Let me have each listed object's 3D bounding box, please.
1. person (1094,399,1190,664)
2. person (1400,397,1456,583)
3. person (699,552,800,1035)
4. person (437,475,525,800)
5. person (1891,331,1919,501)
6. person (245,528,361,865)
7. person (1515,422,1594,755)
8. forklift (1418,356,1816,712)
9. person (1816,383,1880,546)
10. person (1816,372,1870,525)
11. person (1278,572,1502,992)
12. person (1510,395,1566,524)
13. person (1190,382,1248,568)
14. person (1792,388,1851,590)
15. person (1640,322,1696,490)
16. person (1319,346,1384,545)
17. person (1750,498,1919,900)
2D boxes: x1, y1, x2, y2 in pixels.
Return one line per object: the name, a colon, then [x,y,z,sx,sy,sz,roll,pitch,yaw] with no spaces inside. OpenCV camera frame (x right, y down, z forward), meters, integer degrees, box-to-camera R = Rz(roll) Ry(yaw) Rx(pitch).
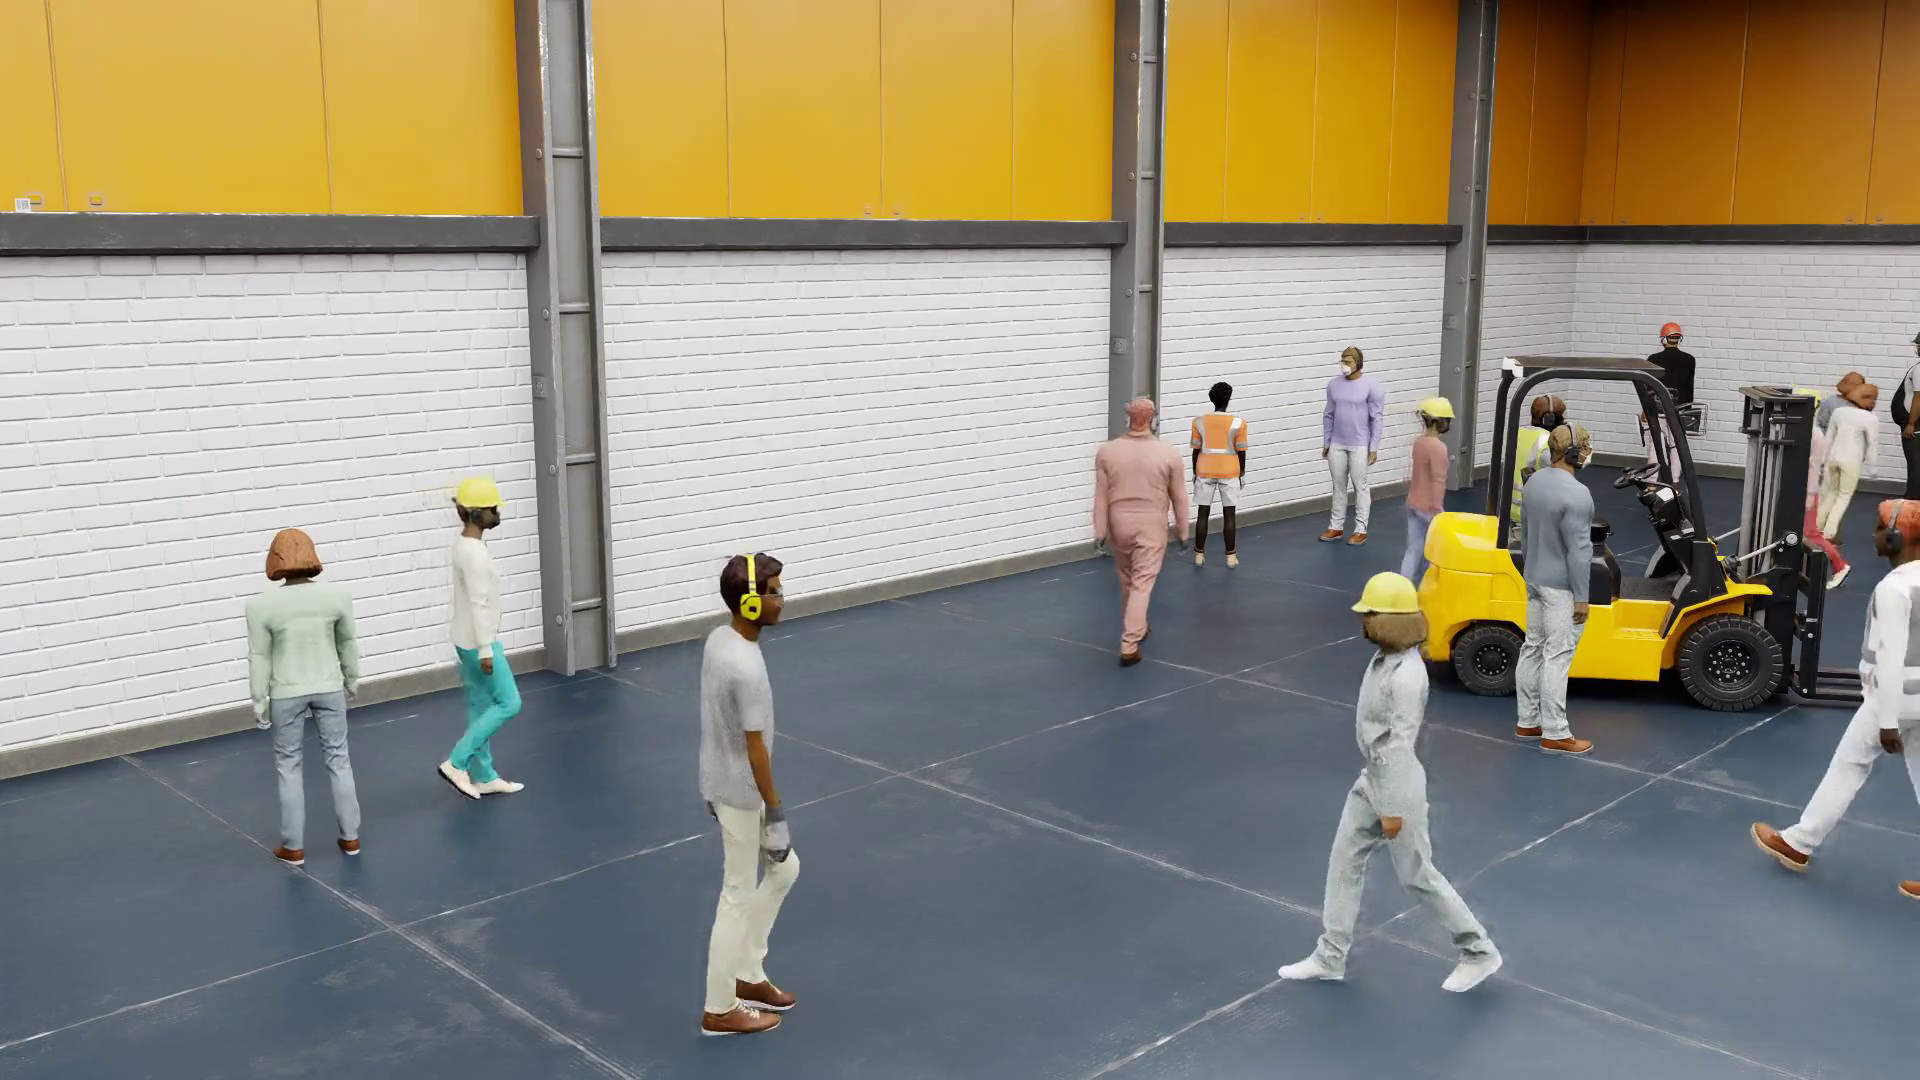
person: [1.311,-0.083,11.916,0.658,1.846,1.021,4,11,21]
person: [3.714,-0.250,13.102,0.528,1.745,0.547,-2,11,-8]
person: [-0.757,0.958,6.225,0.545,1.850,0.568,-3,11,-17]
person: [-2.536,0.529,8.818,0.381,1.754,0.542,-4,11,-23]
person: [10.431,-1.314,18.110,0.686,2.000,0.538,-8,13,-39]
person: [-3.146,0.749,7.995,0.515,1.628,0.285,-7,13,-34]
person: [3.488,0.277,9.712,0.373,1.940,0.630,-2,11,-10]
forklift: [4.276,-0.101,11.076,2.313,2.155,1.214,2,11,13]
person: [8.585,-0.724,16.085,0.427,1.594,0.538,-4,11,-21]
person: [9.062,-0.927,17.132,0.533,1.609,0.474,1,10,3]
person: [1.761,0.966,6.590,0.851,1.706,0.512,0,10,1]
person: [4.308,-0.163,12.375,0.429,1.841,0.634,-2,11,-10]
person: [2.351,-0.591,15.134,0.531,1.691,0.321,4,11,20]
person: [7.164,-0.424,14.079,0.801,1.736,0.530,0,10,-2]
person: [8.370,-1.580,19.716,0.619,1.986,0.400,-1,10,-7]
person: [3.817,-0.922,16.250,0.353,1.937,0.635,-10,14,-44]
person: [4.207,0.714,7.604,0.595,1.832,0.990,-7,13,-34]
